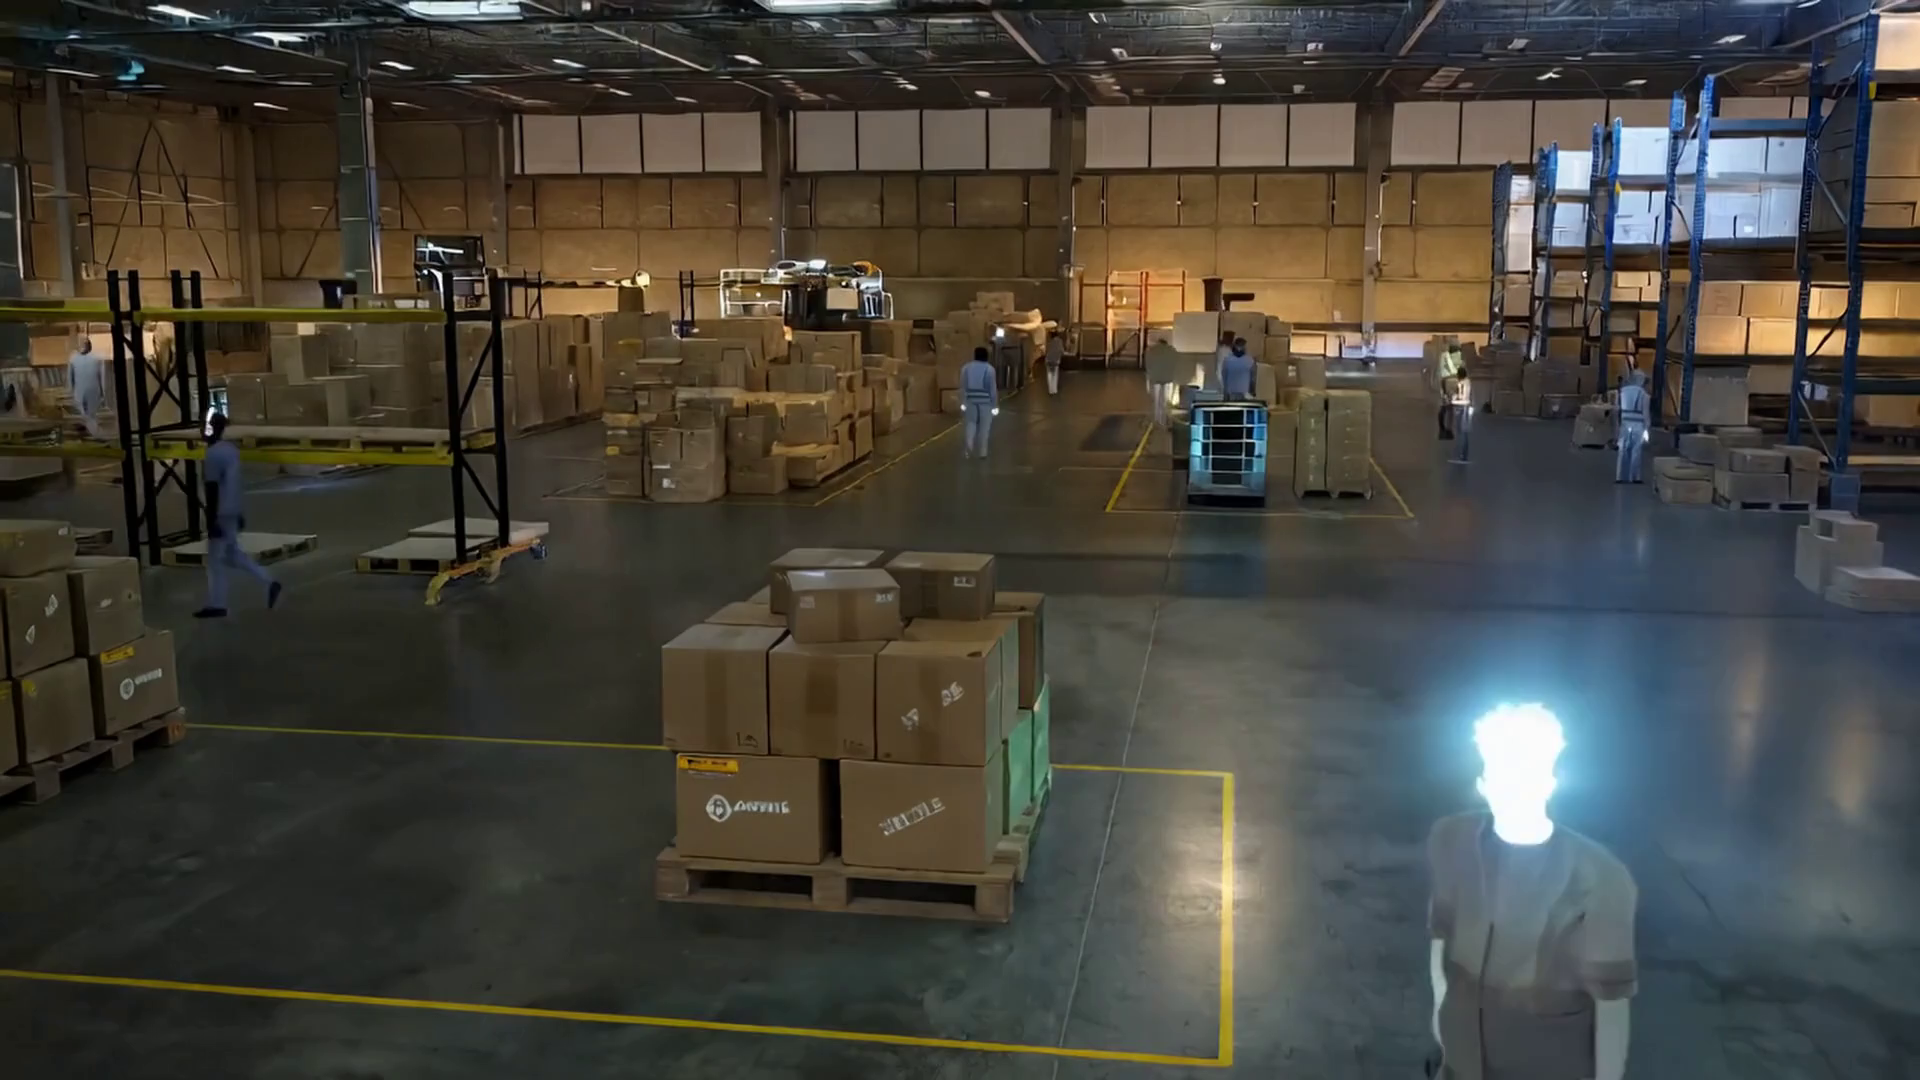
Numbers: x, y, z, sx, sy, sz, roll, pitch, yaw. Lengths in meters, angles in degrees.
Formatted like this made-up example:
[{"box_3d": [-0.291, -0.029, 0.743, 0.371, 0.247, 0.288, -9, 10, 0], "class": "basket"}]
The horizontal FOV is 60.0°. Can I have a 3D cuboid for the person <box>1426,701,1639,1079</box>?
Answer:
[{"box_3d": [1.520, 1.369, 4.460, 0.855, 1.941, 0.625, -8, 12, -41], "class": "person"}]

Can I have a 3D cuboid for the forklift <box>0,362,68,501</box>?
[{"box_3d": [-13.150, -1.983, 22.144, 1.873, 2.768, 1.129, 1, 9, 9], "class": "forklift"}]

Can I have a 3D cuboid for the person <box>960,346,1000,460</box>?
[{"box_3d": [0.320, -2.167, 26.505, 0.656, 1.831, 0.430, 3, 10, 19], "class": "person"}]

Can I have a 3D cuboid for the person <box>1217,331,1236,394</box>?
[{"box_3d": [5.382, -3.353, 33.901, 0.861, 1.812, 0.629, 5, 10, 28], "class": "person"}]

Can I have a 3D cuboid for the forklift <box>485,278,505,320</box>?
[{"box_3d": [-12.445, -5.648, 44.746, 1.873, 2.768, 1.129, -3, 10, -19], "class": "forklift"}]

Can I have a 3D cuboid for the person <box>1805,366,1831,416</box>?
[{"box_3d": [15.995, -2.945, 30.976, 0.354, 1.939, 0.545, -3, 10, -17], "class": "person"}]

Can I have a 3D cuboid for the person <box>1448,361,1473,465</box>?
[{"box_3d": [7.844, -1.984, 25.993, 0.317, 1.631, 0.522, -1, 9, -4], "class": "person"}]

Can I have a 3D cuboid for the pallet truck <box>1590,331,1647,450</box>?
[{"box_3d": [11.253, -2.573, 28.499, 0.823, 1.965, 1.885, 5, 10, 27], "class": "pallet truck"}]

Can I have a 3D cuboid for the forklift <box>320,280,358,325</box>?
[{"box_3d": [-13.331, -4.204, 35.844, 1.873, 2.768, 1.129, 1, 9, 9], "class": "forklift"}]

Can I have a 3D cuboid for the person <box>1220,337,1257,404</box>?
[{"box_3d": [4.693, -2.465, 28.072, 0.647, 1.919, 0.783, -2, 9, -11], "class": "person"}]

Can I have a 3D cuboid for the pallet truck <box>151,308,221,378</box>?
[{"box_3d": [-21.869, -5.598, 47.154, 0.823, 1.965, 1.885, 4, 10, 26], "class": "pallet truck"}]

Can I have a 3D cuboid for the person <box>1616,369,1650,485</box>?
[{"box_3d": [9.534, -1.598, 23.575, 0.307, 1.644, 0.514, -6, 11, -33], "class": "person"}]

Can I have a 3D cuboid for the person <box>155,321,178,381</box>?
[{"box_3d": [-21.658, -5.263, 45.336, 0.399, 1.919, 0.588, 6, 11, 32], "class": "person"}]

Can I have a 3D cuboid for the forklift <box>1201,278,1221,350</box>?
[{"box_3d": [6.553, -5.432, 43.417, 1.873, 2.768, 1.129, 0, 9, 0], "class": "forklift"}]

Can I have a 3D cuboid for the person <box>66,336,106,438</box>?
[{"box_3d": [-15.068, -2.576, 28.778, 0.634, 1.917, 0.740, 0, 9, 1], "class": "person"}]

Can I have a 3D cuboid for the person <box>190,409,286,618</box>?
[{"box_3d": [-6.345, -0.219, 14.479, 0.741, 1.851, 0.523, 1, 9, 4], "class": "person"}]

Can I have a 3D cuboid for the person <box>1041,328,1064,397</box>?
[{"box_3d": [2.225, -4.282, 40.105, 0.547, 1.648, 0.867, 0, 9, -3], "class": "person"}]

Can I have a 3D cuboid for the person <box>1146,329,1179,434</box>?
[{"box_3d": [3.777, -2.955, 31.042, 0.632, 1.940, 0.999, 0, 9, 2], "class": "person"}]

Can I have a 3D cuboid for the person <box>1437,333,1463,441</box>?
[{"box_3d": [8.777, -2.739, 29.736, 0.542, 1.929, 0.369, -6, 11, -34], "class": "person"}]

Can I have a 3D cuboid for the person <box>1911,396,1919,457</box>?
[{"box_3d": [14.981, -1.941, 25.599, 0.695, 1.676, 0.539, 2, 9, 14], "class": "person"}]
